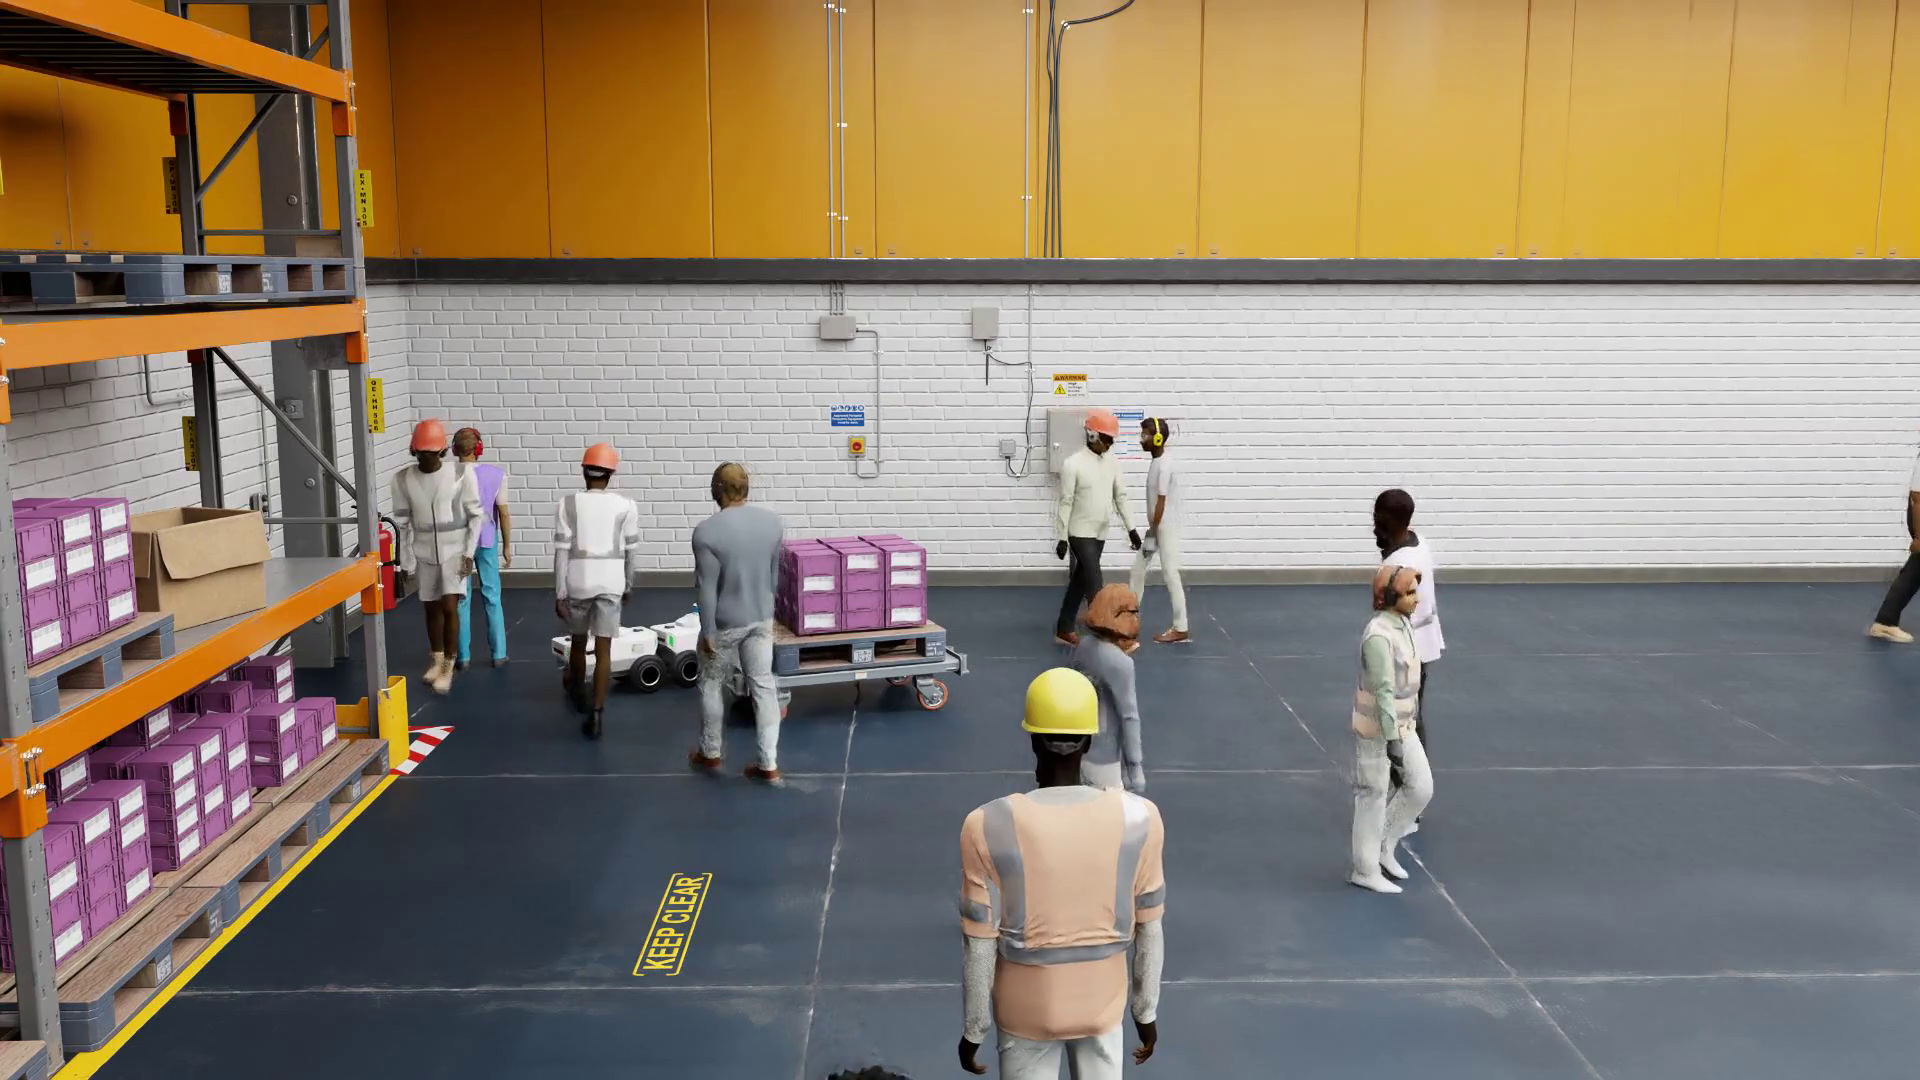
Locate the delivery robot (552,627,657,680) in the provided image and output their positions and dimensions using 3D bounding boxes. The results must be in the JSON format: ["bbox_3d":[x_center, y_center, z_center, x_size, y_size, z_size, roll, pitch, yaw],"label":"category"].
[{"bbox_3d":[-2.541,0.780,11.898,0.707,0.478,0.477,-6,11,-34],"label":"delivery robot"}]

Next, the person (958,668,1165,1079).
[{"bbox_3d":[0.279,1.312,4.730,0.594,1.924,0.380,-2,9,-11],"label":"person"}]

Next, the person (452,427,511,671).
[{"bbox_3d":[-3.690,0.073,12.583,0.565,1.841,0.384,-3,10,-16],"label":"person"}]

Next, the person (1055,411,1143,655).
[{"bbox_3d":[1.082,-0.051,13.065,0.989,1.923,0.605,8,12,41],"label":"person"}]

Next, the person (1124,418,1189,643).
[{"bbox_3d":[1.480,-0.063,13.426,0.856,1.835,0.556,-1,9,-4],"label":"person"}]

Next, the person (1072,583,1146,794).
[{"bbox_3d":[0.655,0.998,7.606,0.376,1.623,0.495,-2,10,-13],"label":"person"}]

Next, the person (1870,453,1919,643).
[{"bbox_3d":[7.819,-0.129,13.213,1.018,2.000,0.690,8,12,40],"label":"person"}]

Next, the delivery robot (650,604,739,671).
[{"bbox_3d":[-1.922,0.712,12.318,0.707,0.478,0.477,-8,12,-39],"label":"delivery robot"}]

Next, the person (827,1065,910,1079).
[{"bbox_3d":[-0.183,1.714,3.110,0.542,1.659,0.869,-3,10,-17],"label":"person"}]

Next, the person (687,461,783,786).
[{"bbox_3d":[-1.363,0.480,9.893,0.648,1.910,0.841,-7,12,-37],"label":"person"}]

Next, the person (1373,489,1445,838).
[{"bbox_3d":[2.423,0.652,9.004,0.365,1.865,0.730,4,10,21],"label":"person"}]

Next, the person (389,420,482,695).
[{"bbox_3d":[-3.737,0.119,11.913,0.625,1.967,0.909,-1,9,-4],"label":"person"}]

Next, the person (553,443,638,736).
[{"bbox_3d":[-2.415,0.299,11.069,0.558,1.876,0.995,-2,9,-12],"label":"person"}]

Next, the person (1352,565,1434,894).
[{"bbox_3d":[2.086,0.923,8.036,0.376,1.625,0.505,6,11,34],"label":"person"}]
